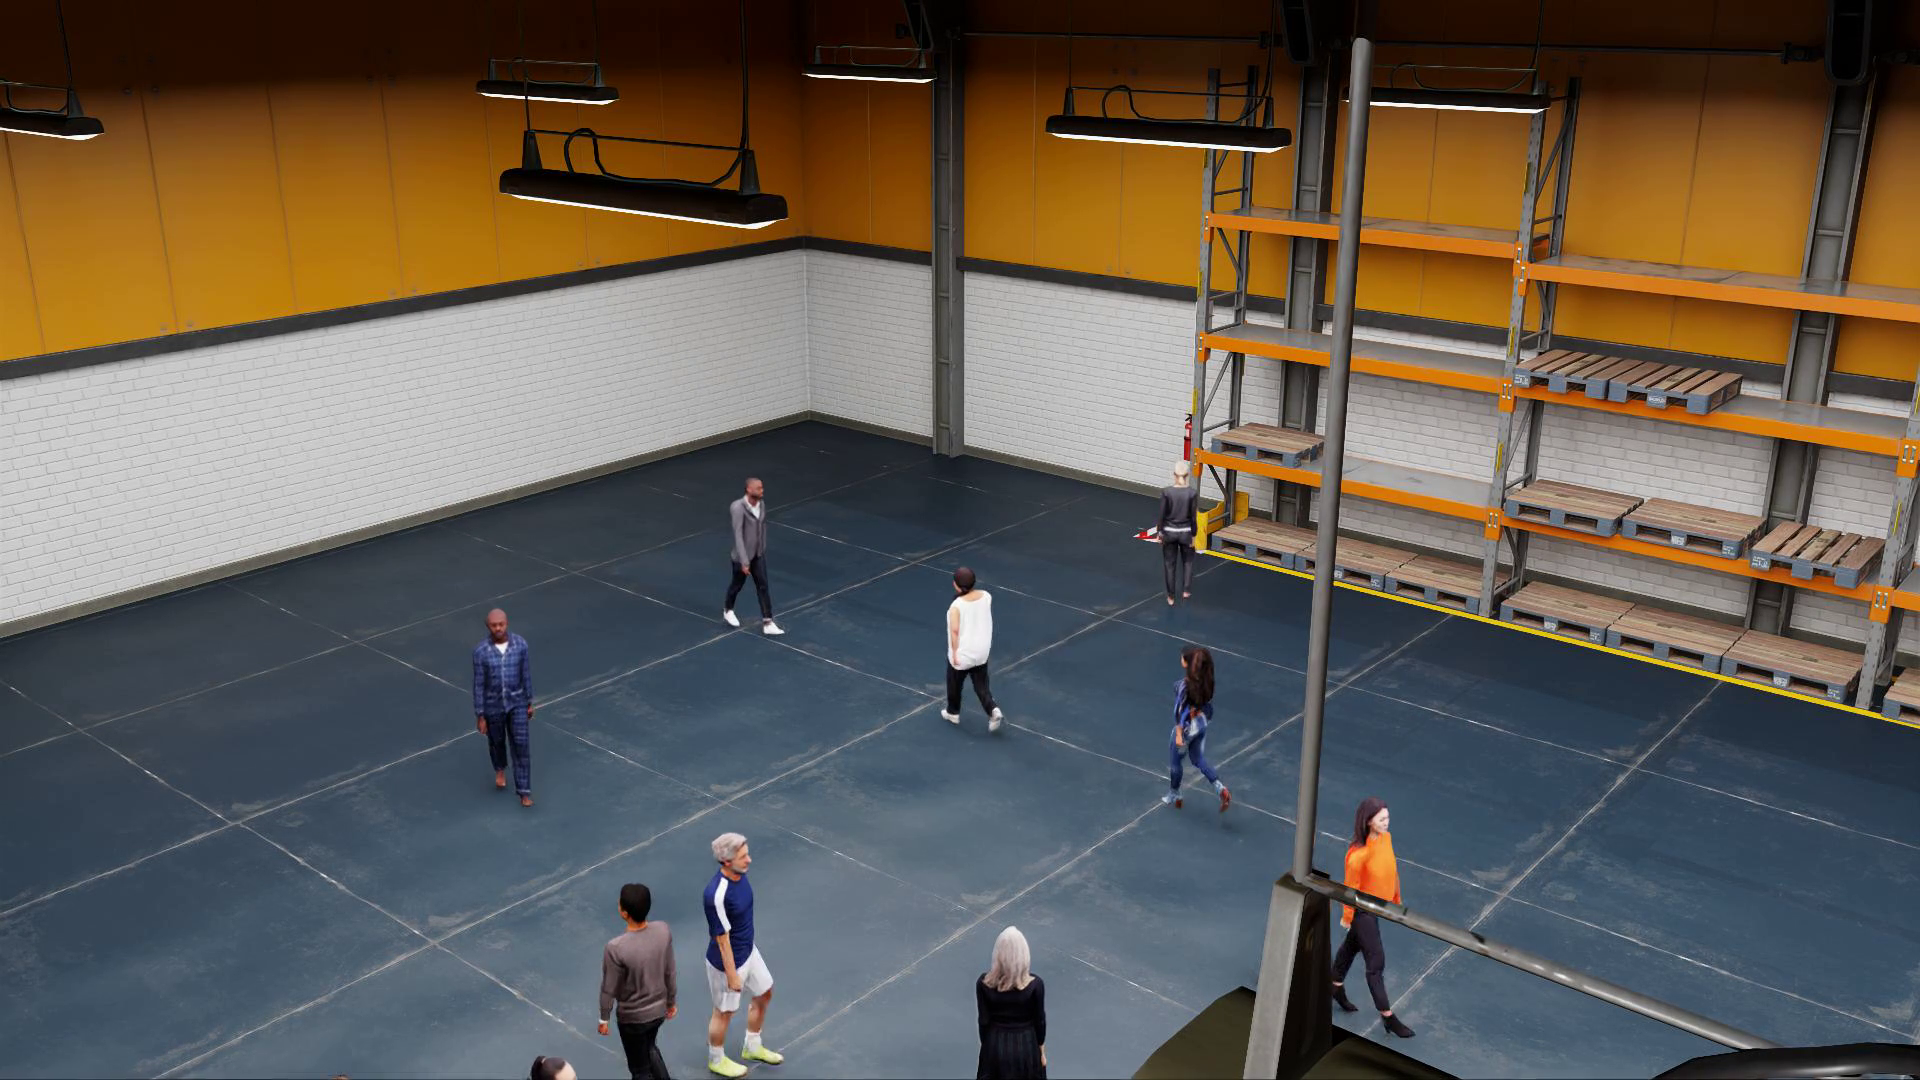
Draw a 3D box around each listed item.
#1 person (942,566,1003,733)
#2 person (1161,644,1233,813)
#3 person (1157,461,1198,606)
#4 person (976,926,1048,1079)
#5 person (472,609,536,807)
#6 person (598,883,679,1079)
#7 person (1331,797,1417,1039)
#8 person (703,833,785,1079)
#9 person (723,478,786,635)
[{"bbox_3d":[0.114,1.064,16.142,0.832,1.666,1.074,-12,22,-32],"label":"person"},{"bbox_3d":[2.062,1.672,14.442,0.961,1.600,0.669,17,25,41],"label":"person"},{"bbox_3d":[2.542,-0.061,19.406,0.733,1.715,0.811,2,19,5],"label":"person"},{"bbox_3d":[0.308,3.097,9.978,0.673,1.748,0.757,2,19,5],"label":"person"},{"bbox_3d":[-4.089,1.451,14.838,1.025,1.764,1.275,-8,20,-22],"label":"person"},{"bbox_3d":[-1.928,2.973,10.332,0.648,1.757,0.613,15,24,38],"label":"person"},{"bbox_3d":[2.751,2.557,11.616,0.960,1.725,0.627,14,23,35],"label":"person"},{"bbox_3d":[-1.582,2.727,10.962,0.877,1.821,0.824,4,19,11],"label":"person"},{"bbox_3d":[-2.440,0.185,18.598,1.194,1.765,0.767,17,25,41],"label":"person"}]
